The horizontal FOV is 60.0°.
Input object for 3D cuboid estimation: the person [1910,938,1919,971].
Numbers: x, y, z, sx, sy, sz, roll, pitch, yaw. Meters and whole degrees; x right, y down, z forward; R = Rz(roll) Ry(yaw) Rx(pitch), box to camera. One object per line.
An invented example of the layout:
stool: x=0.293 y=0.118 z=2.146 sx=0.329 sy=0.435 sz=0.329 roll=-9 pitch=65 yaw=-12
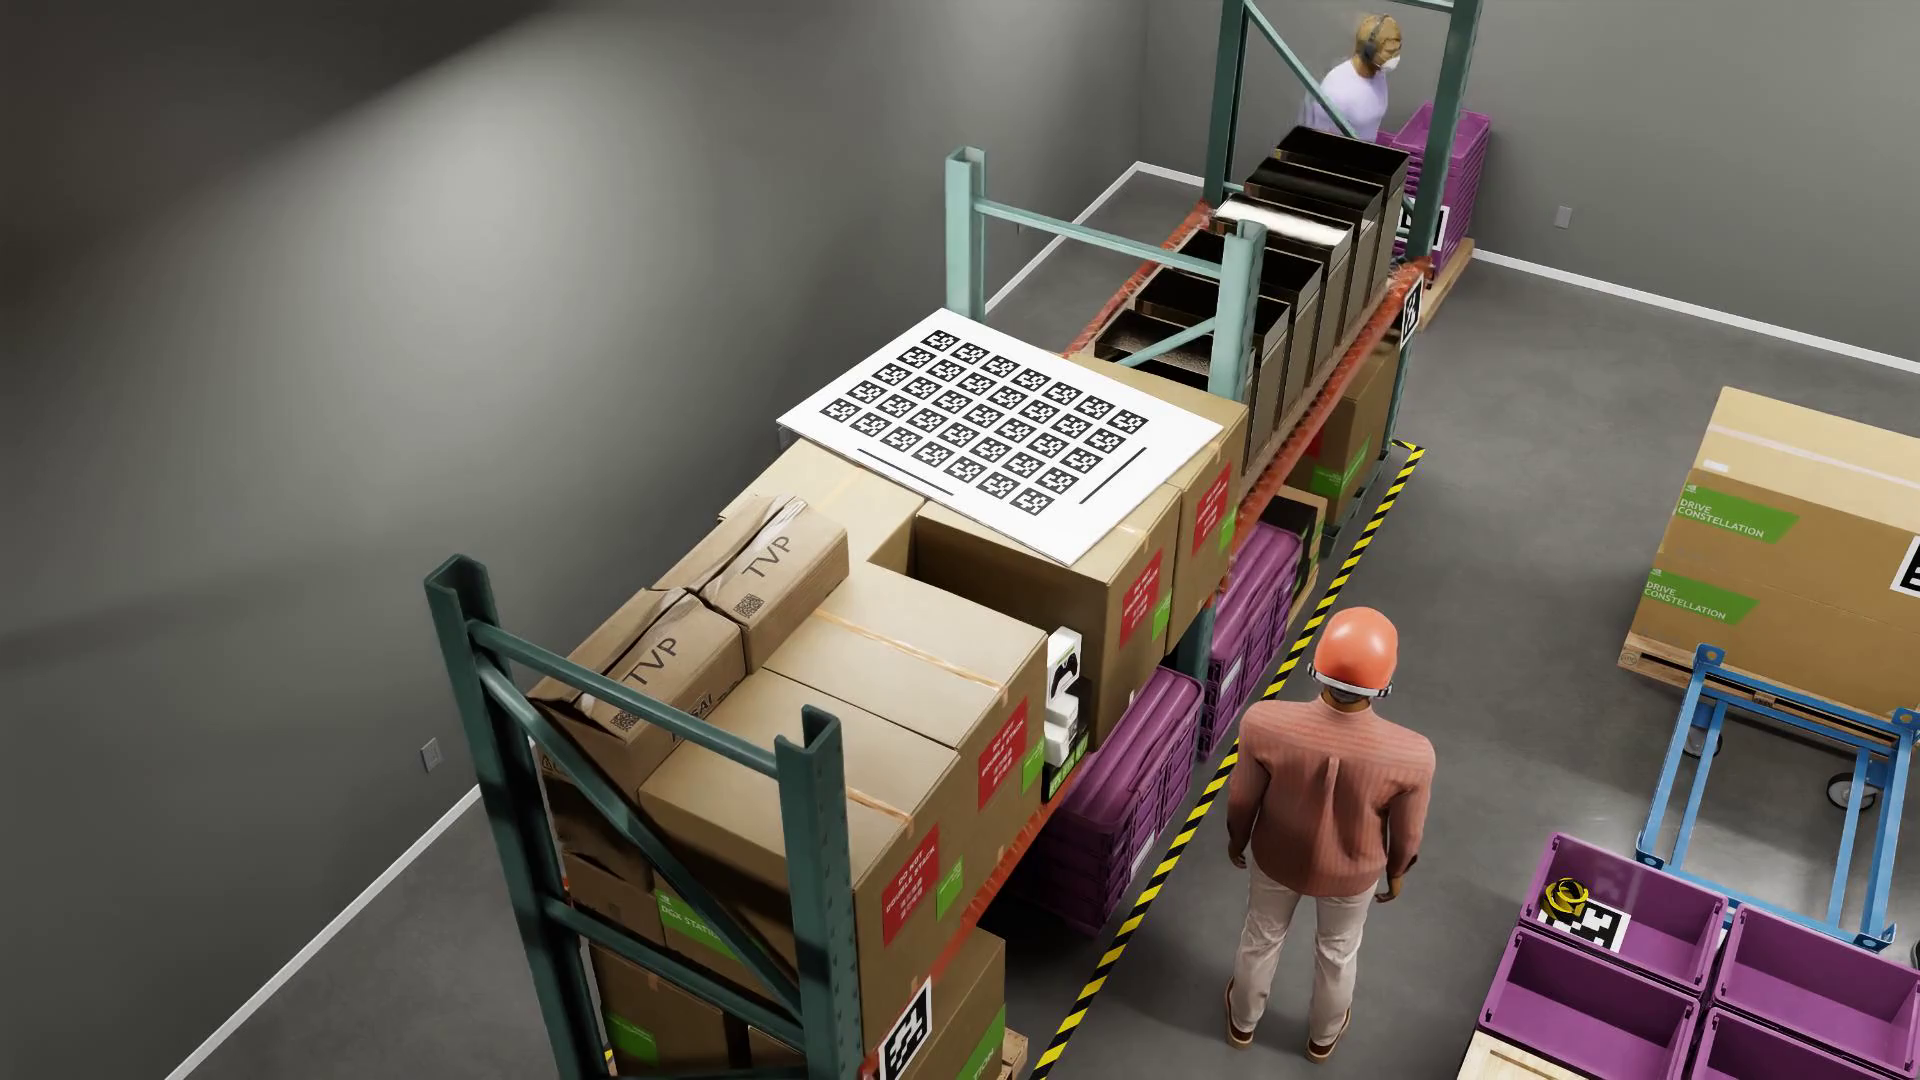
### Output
person: x=3.711 y=0.948 z=5.547 sx=0.595 sy=1.834 sz=0.404 roll=23 pitch=45 yaw=25

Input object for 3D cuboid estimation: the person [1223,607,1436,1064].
person: x=1.153 y=0.996 z=5.368 sx=0.611 sy=1.994 sz=0.375 roll=10 pitch=41 yaw=12

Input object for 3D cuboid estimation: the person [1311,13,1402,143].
person: x=1.977 y=-1.944 z=8.969 sx=1.080 sy=1.887 sz=0.651 roll=32 pitch=49 yaw=32
